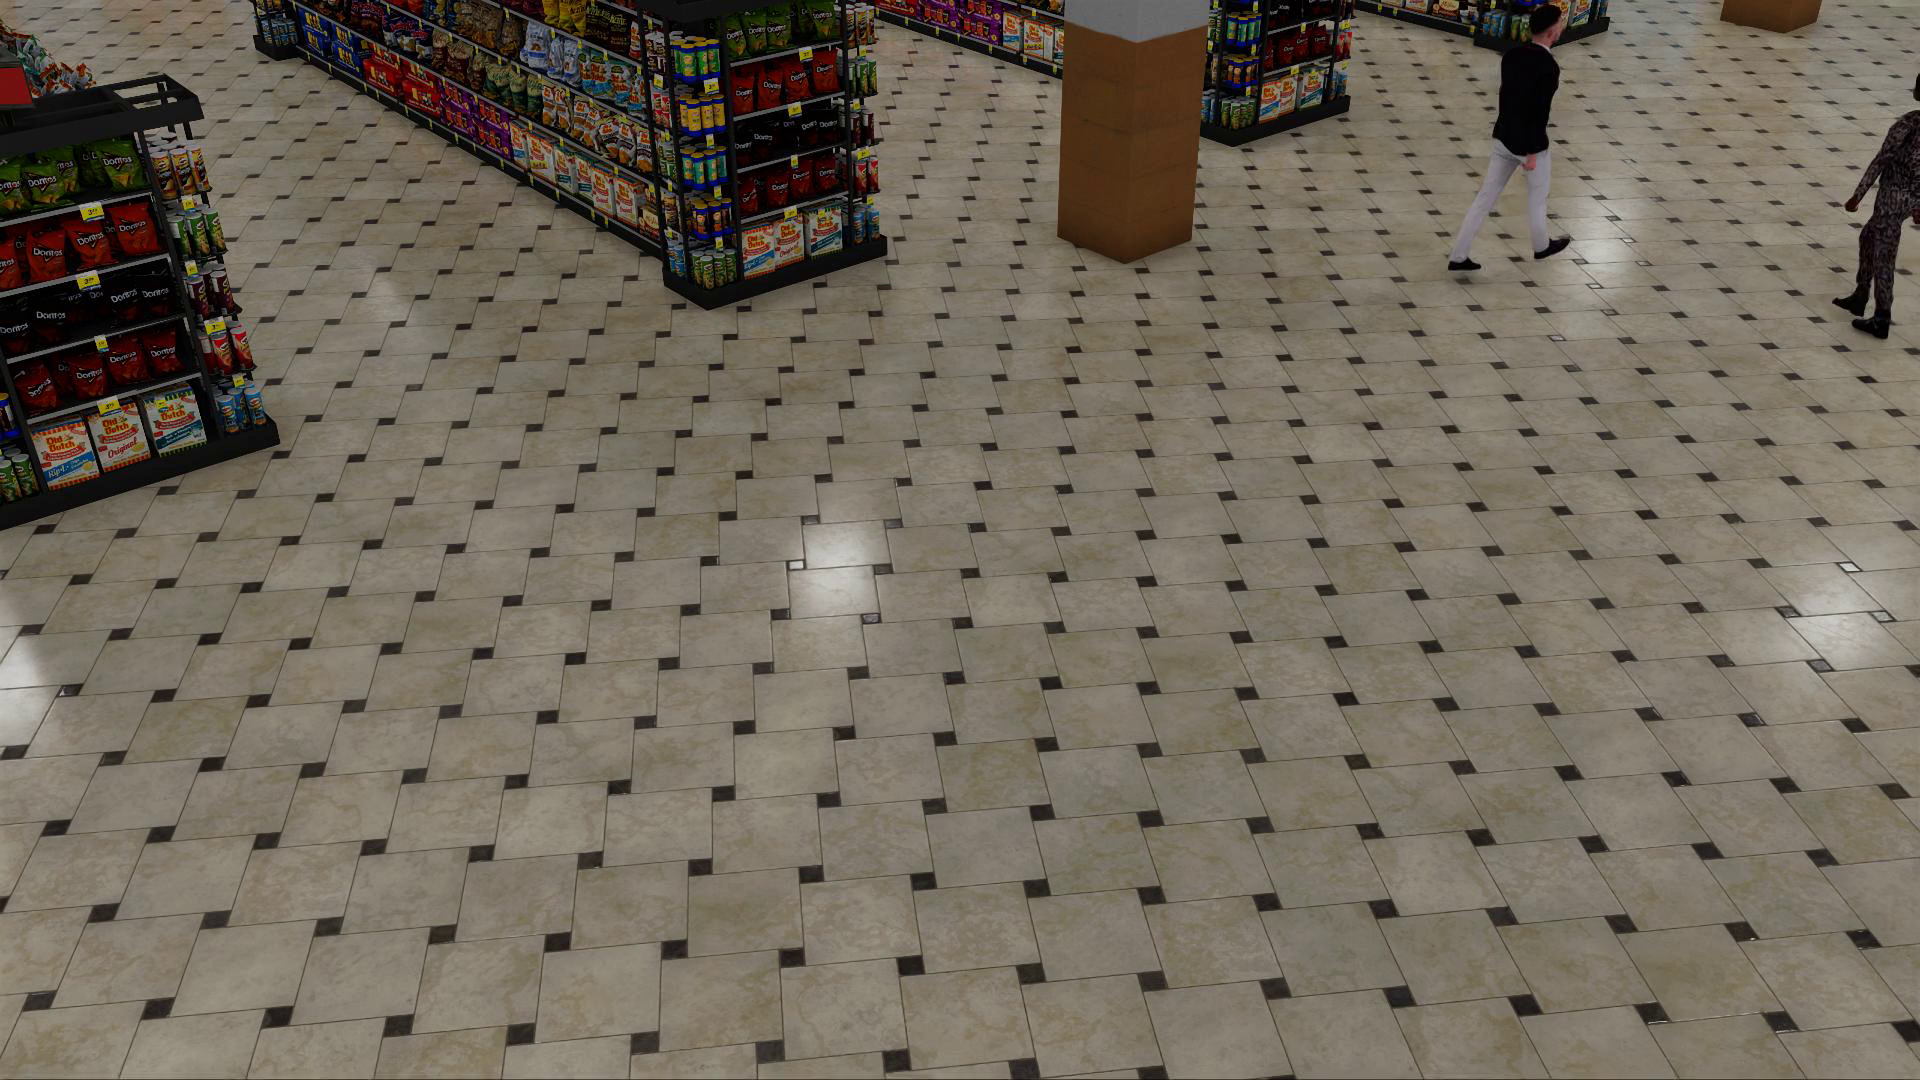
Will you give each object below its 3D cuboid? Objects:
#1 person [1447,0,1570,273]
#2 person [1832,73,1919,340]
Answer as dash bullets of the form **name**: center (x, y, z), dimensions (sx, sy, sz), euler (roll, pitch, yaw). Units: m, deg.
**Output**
- **person**: center (3.653, -2.606, 11.117), dimensions (0.970, 1.785, 1.252), euler (-14, 34, -21)
- **person**: center (5.876, -2.051, 10.309), dimensions (0.681, 1.697, 0.812), euler (-14, 34, -21)
